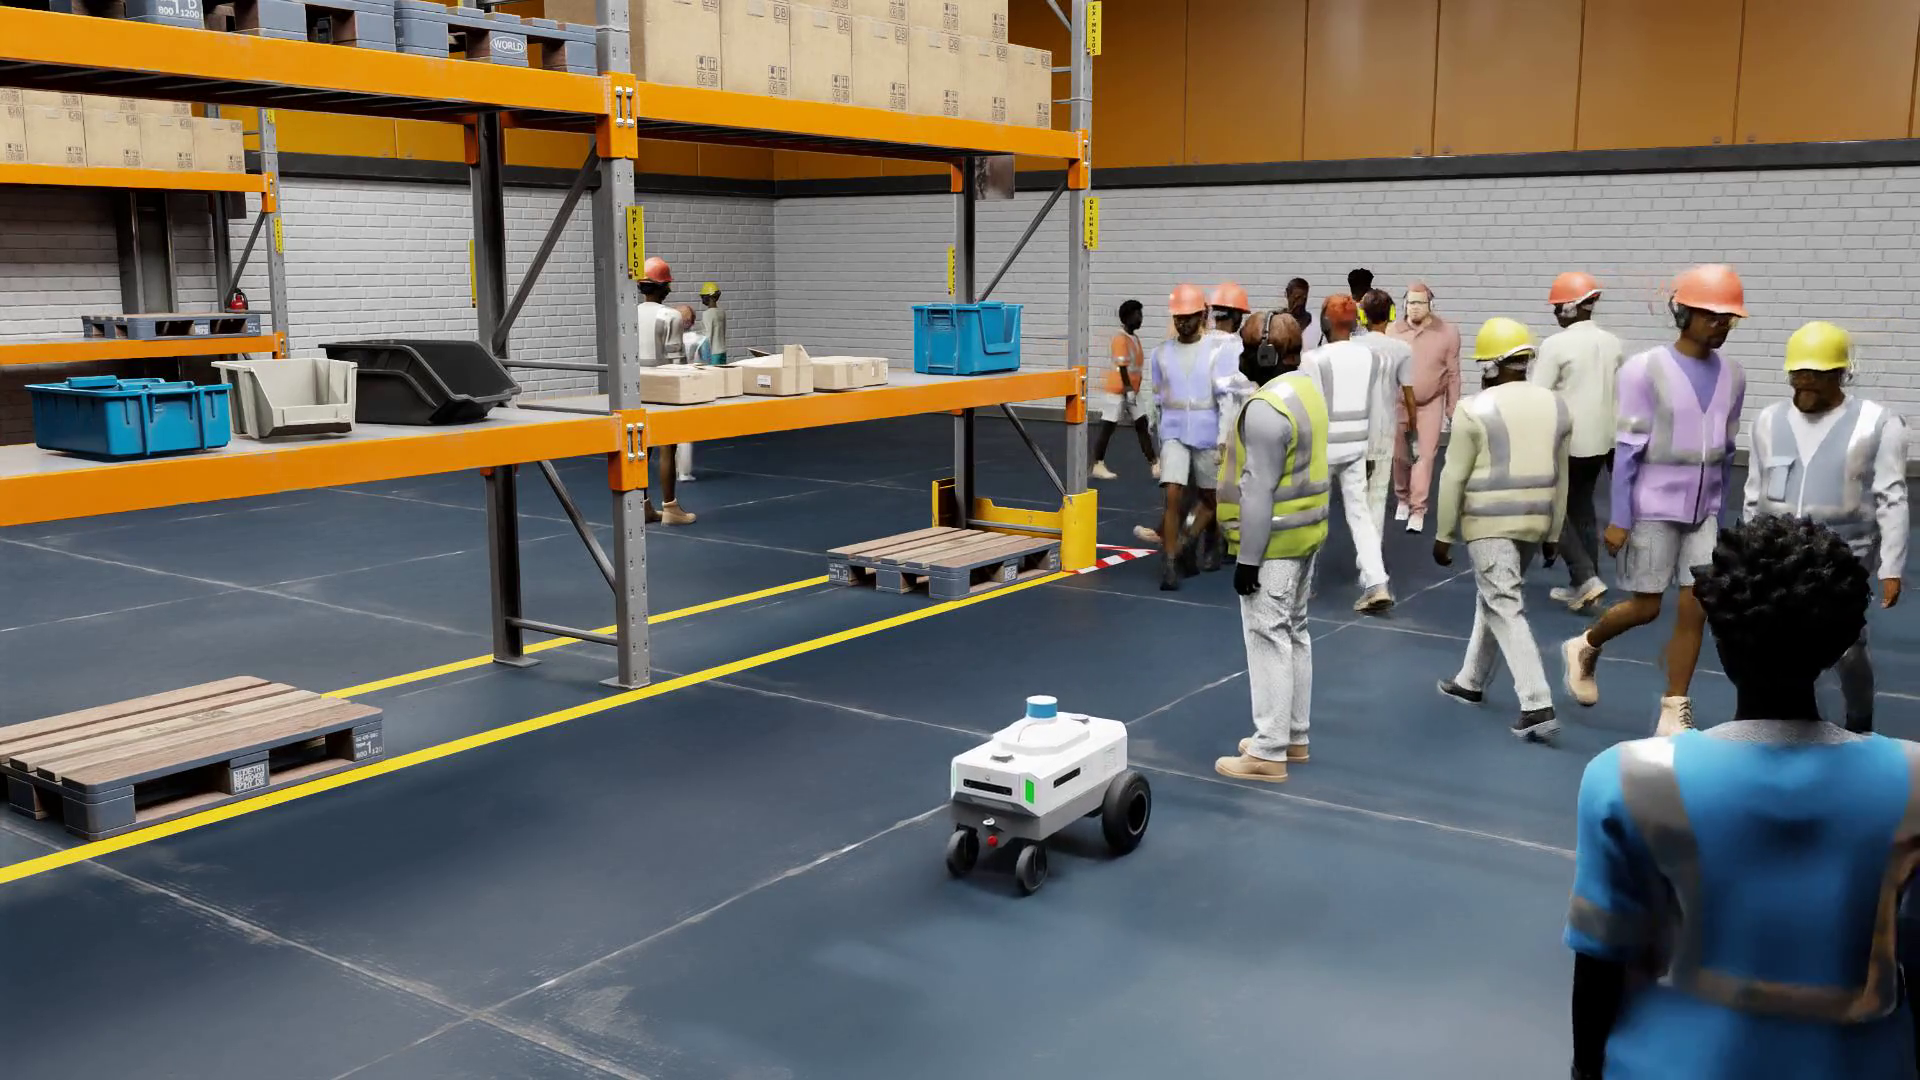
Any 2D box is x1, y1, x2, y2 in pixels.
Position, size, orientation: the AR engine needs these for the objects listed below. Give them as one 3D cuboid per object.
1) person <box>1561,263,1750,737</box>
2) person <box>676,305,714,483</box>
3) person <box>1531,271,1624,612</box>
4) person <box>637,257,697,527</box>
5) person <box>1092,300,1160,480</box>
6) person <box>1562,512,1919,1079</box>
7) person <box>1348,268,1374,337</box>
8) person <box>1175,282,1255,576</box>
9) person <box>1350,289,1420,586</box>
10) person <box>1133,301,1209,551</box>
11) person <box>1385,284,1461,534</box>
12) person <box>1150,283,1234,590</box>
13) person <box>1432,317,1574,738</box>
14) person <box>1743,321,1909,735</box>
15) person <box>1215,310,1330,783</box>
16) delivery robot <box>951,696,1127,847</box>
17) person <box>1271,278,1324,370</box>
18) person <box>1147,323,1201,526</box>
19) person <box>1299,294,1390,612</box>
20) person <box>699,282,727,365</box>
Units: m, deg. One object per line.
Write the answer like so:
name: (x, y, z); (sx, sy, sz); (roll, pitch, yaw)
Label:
person: (2.953, -0.149, 7.018); (0.637, 2.016, 0.774); (-3, 10, -15)
person: (-2.487, -1.348, 15.350); (0.513, 1.614, 0.688); (3, 10, 19)
person: (3.559, -0.559, 9.584); (0.637, 1.964, 0.616); (-5, 11, -30)
person: (-2.303, -1.123, 12.708); (0.614, 2.048, 0.361); (6, 11, 32)
person: (1.593, -1.361, 15.256); (0.856, 1.654, 0.530); (5, 11, 28)
person: (1.106, 0.801, 2.307); (0.544, 1.683, 0.573); (2, 10, 14)
person: (3.747, -1.601, 15.834); (0.374, 1.959, 0.608); (-4, 10, -22)
person: (1.664, -0.721, 10.805); (0.907, 1.893, 0.551); (-7, 12, -37)
person: (2.615, -0.656, 10.528); (0.545, 1.842, 0.675); (6, 11, 31)
person: (1.695, -0.779, 11.476); (0.994, 1.765, 0.508); (2, 10, 12)
person: (3.441, -1.014, 12.647); (0.674, 1.855, 1.012); (4, 10, 21)
person: (1.465, -0.672, 10.512); (0.544, 1.899, 0.989); (3, 10, 15)
person: (2.383, -0.066, 7.216); (0.582, 1.786, 0.893); (-4, 10, -23)
person: (3.397, 0.044, 6.513); (0.801, 1.799, 0.629); (-9, 13, -43)
person: (1.218, 0.024, 6.534); (0.431, 1.835, 0.620); (4, 10, 25)
delivery robot: (0.273, 0.769, 5.597); (0.477, 0.478, 0.707); (6, 11, 32)
person: (2.817, -1.266, 14.085); (0.589, 1.867, 0.973); (0, 10, -3)
person: (1.654, -0.869, 12.480); (0.507, 1.606, 0.681); (1, 10, 8)
person: (2.230, -0.512, 9.696); (0.591, 1.844, 0.978); (-3, 10, -20)
person: (-3.024, -2.257, 20.299); (0.327, 1.767, 0.533); (3, 10, 17)
